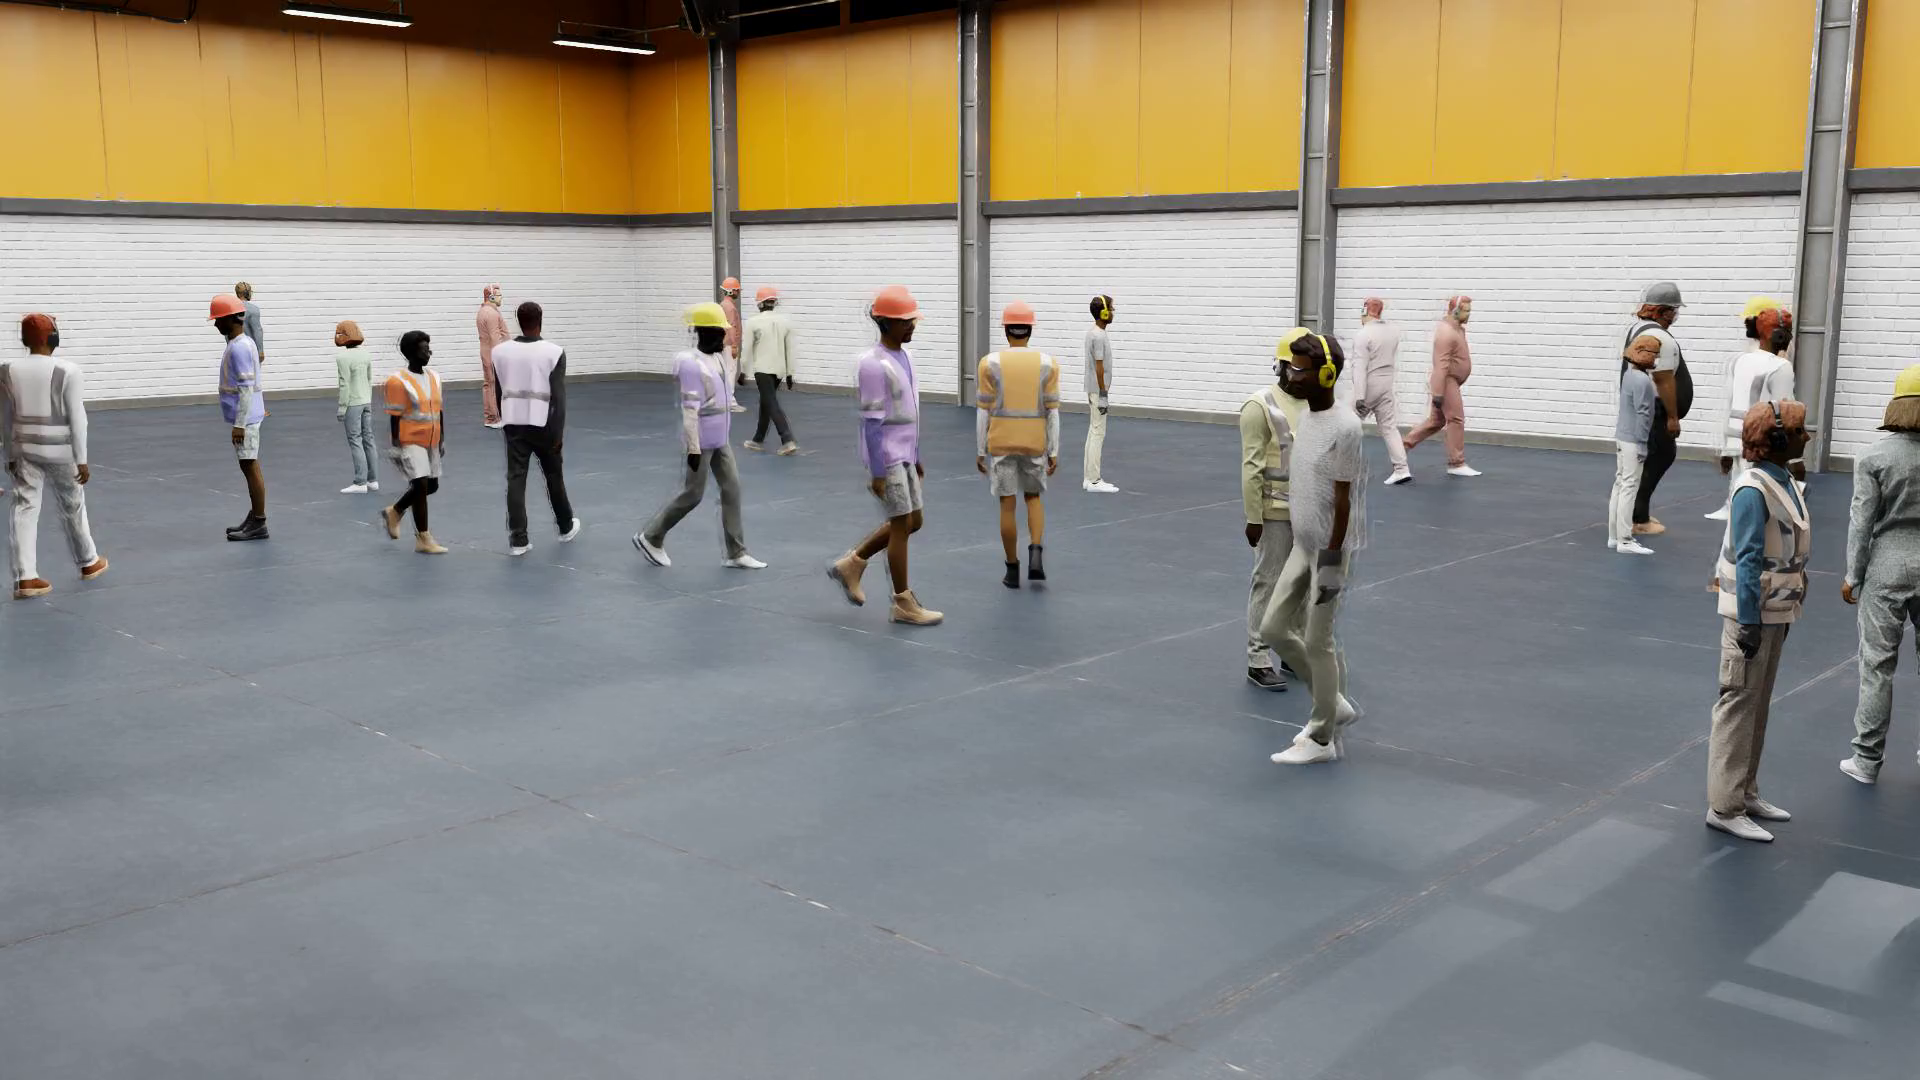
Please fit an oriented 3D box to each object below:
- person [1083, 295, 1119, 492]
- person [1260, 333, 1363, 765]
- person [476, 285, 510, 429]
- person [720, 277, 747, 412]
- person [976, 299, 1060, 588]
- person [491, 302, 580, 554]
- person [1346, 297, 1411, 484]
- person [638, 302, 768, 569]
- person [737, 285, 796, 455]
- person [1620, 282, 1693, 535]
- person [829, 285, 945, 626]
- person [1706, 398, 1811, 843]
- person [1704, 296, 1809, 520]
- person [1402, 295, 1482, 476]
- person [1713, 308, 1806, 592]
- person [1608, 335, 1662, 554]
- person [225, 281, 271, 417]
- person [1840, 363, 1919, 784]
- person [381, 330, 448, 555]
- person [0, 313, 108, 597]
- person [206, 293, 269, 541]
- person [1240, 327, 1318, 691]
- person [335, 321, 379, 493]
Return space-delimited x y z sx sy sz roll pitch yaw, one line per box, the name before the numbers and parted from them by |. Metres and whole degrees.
person | 1.344 -1.391 15.861 0.320 1.871 0.533 -1 9 -4
person | 1.496 0.056 7.060 0.378 1.856 0.511 -3 10 -17
person | -6.178 -2.428 22.113 0.410 1.908 0.642 -5 11 -29
person | -3.403 -2.899 24.724 0.381 1.994 0.622 -3 10 -18
person | 0.377 -0.633 11.079 0.542 1.923 0.399 -1 9 -7
person | -3.231 -0.864 12.650 0.592 1.866 0.935 0 9 3
person | 4.093 -1.476 16.510 0.644 1.868 1.018 -7 11 -35
person | -1.844 -0.728 11.732 0.887 1.900 0.595 3 10 16
person | -2.182 -1.951 19.119 1.067 1.944 0.605 9 13 43
person | 5.540 -1.047 13.230 0.537 2.000 0.696 1 9 8
person | -0.440 -0.500 9.908 0.687 2.028 0.629 3 10 17
person | 3.004 0.289 6.249 0.305 1.645 0.522 7 12 37
person | 6.758 -1.097 13.978 0.797 1.902 0.595 1 9 6
person | 4.918 -1.585 17.086 0.864 1.865 0.687 3 10 20
person | 5.286 -0.568 10.840 0.731 1.858 0.574 0 9 0
person | 5.064 -0.720 12.469 0.288 1.633 0.501 1 9 9
person | -10.205 -2.717 23.779 0.636 1.938 0.358 4 10 22
person | 3.892 0.148 6.835 0.485 1.739 0.306 3 10 16
person | -4.126 -0.736 12.473 0.670 1.680 0.538 4 10 25
person | -6.039 -0.579 11.019 0.596 1.829 0.974 0 9 -3
person | -5.643 -0.956 13.016 0.374 1.928 0.542 -4 10 -21
person | 1.681 -0.160 8.433 0.603 1.828 0.404 -7 11 -36
person | -5.742 -1.261 15.787 0.266 1.631 0.507 2 9 12
